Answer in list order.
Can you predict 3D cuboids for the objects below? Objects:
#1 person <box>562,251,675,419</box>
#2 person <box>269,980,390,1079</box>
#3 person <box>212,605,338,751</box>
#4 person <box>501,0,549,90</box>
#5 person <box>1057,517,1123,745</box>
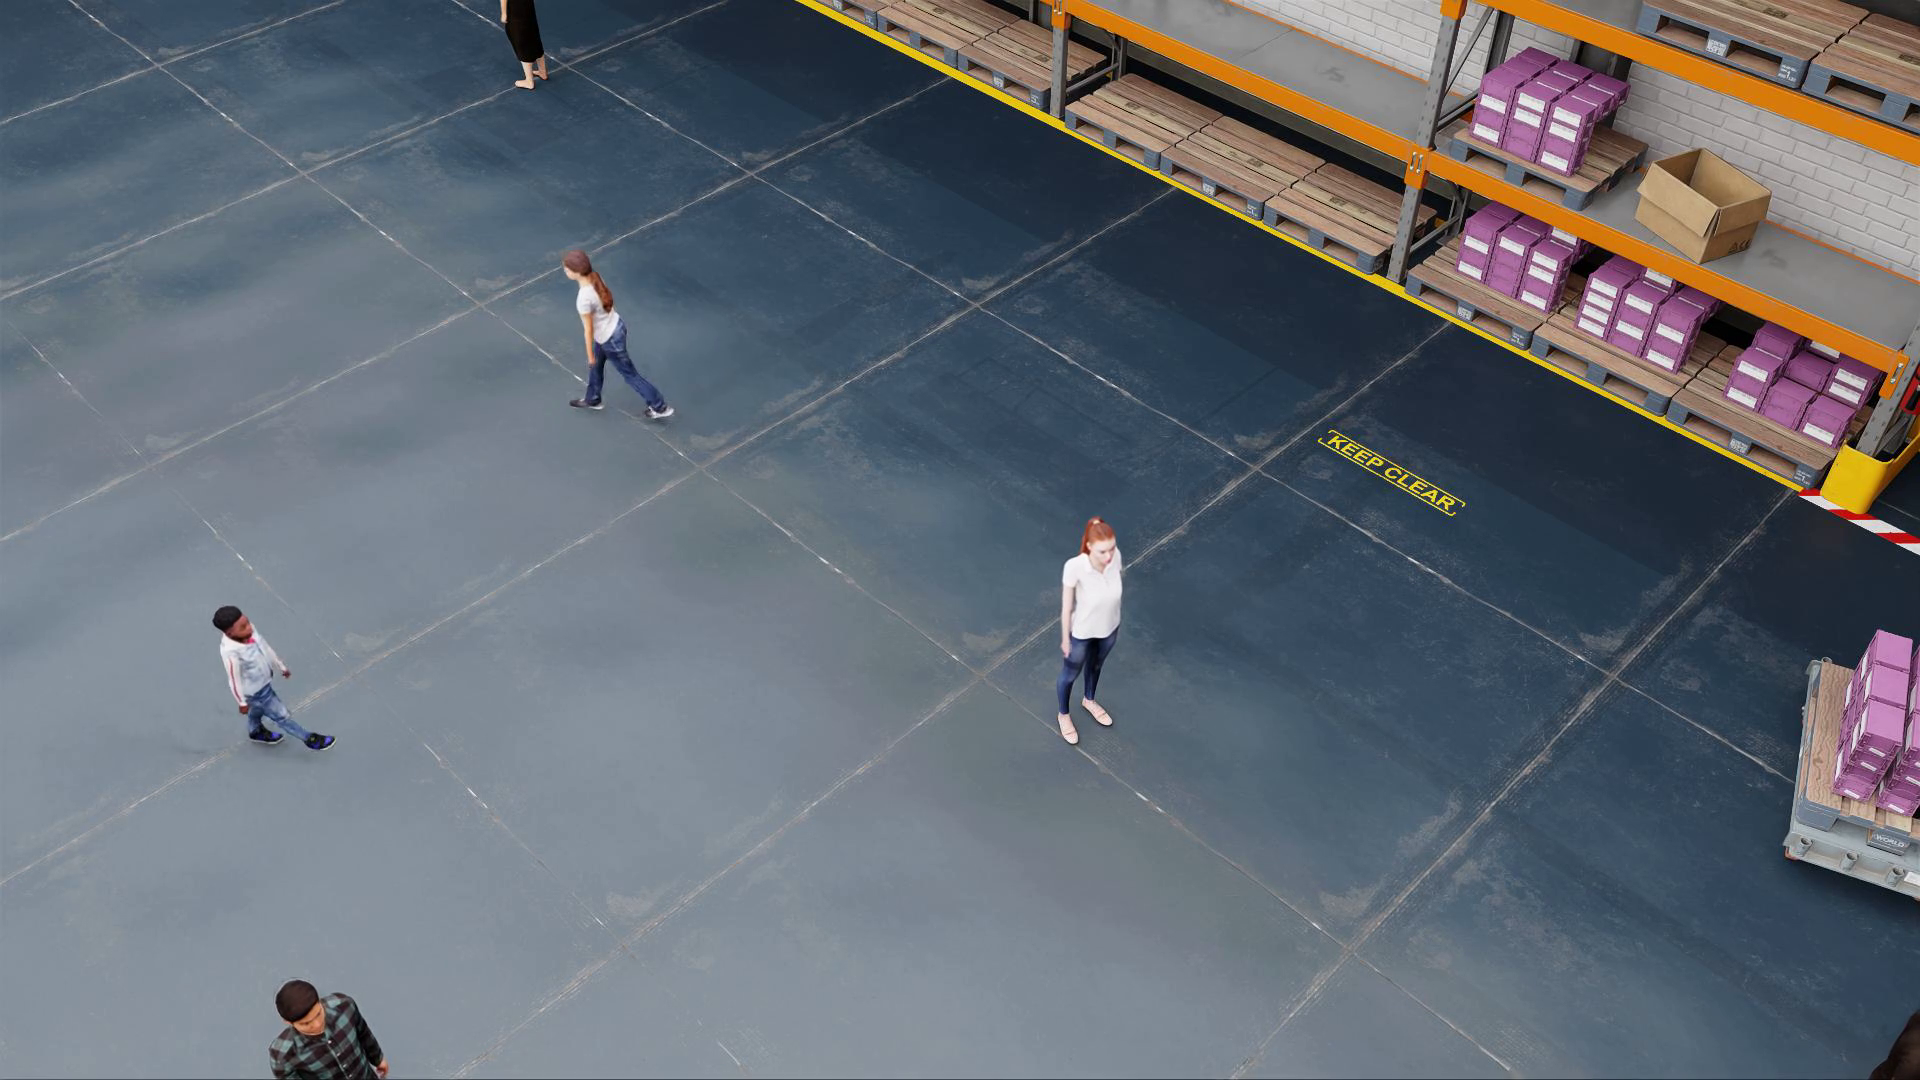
[{"bbox_3d":[-2.601,-1.526,12.625,1.117,1.509,1.010,4,44,4],"label":"person"},{"bbox_3d":[-3.056,2.681,8.163,0.590,1.715,0.719,25,49,24],"label":"person"},{"bbox_3d":[-4.428,0.867,10.315,0.897,1.231,0.814,2,44,3],"label":"person"},{"bbox_3d":[-4.362,-5.271,16.472,0.636,1.625,0.621,22,48,22],"label":"person"},{"bbox_3d":[0.801,0.535,10.295,0.621,1.739,0.606,-21,47,-20],"label":"person"}]
